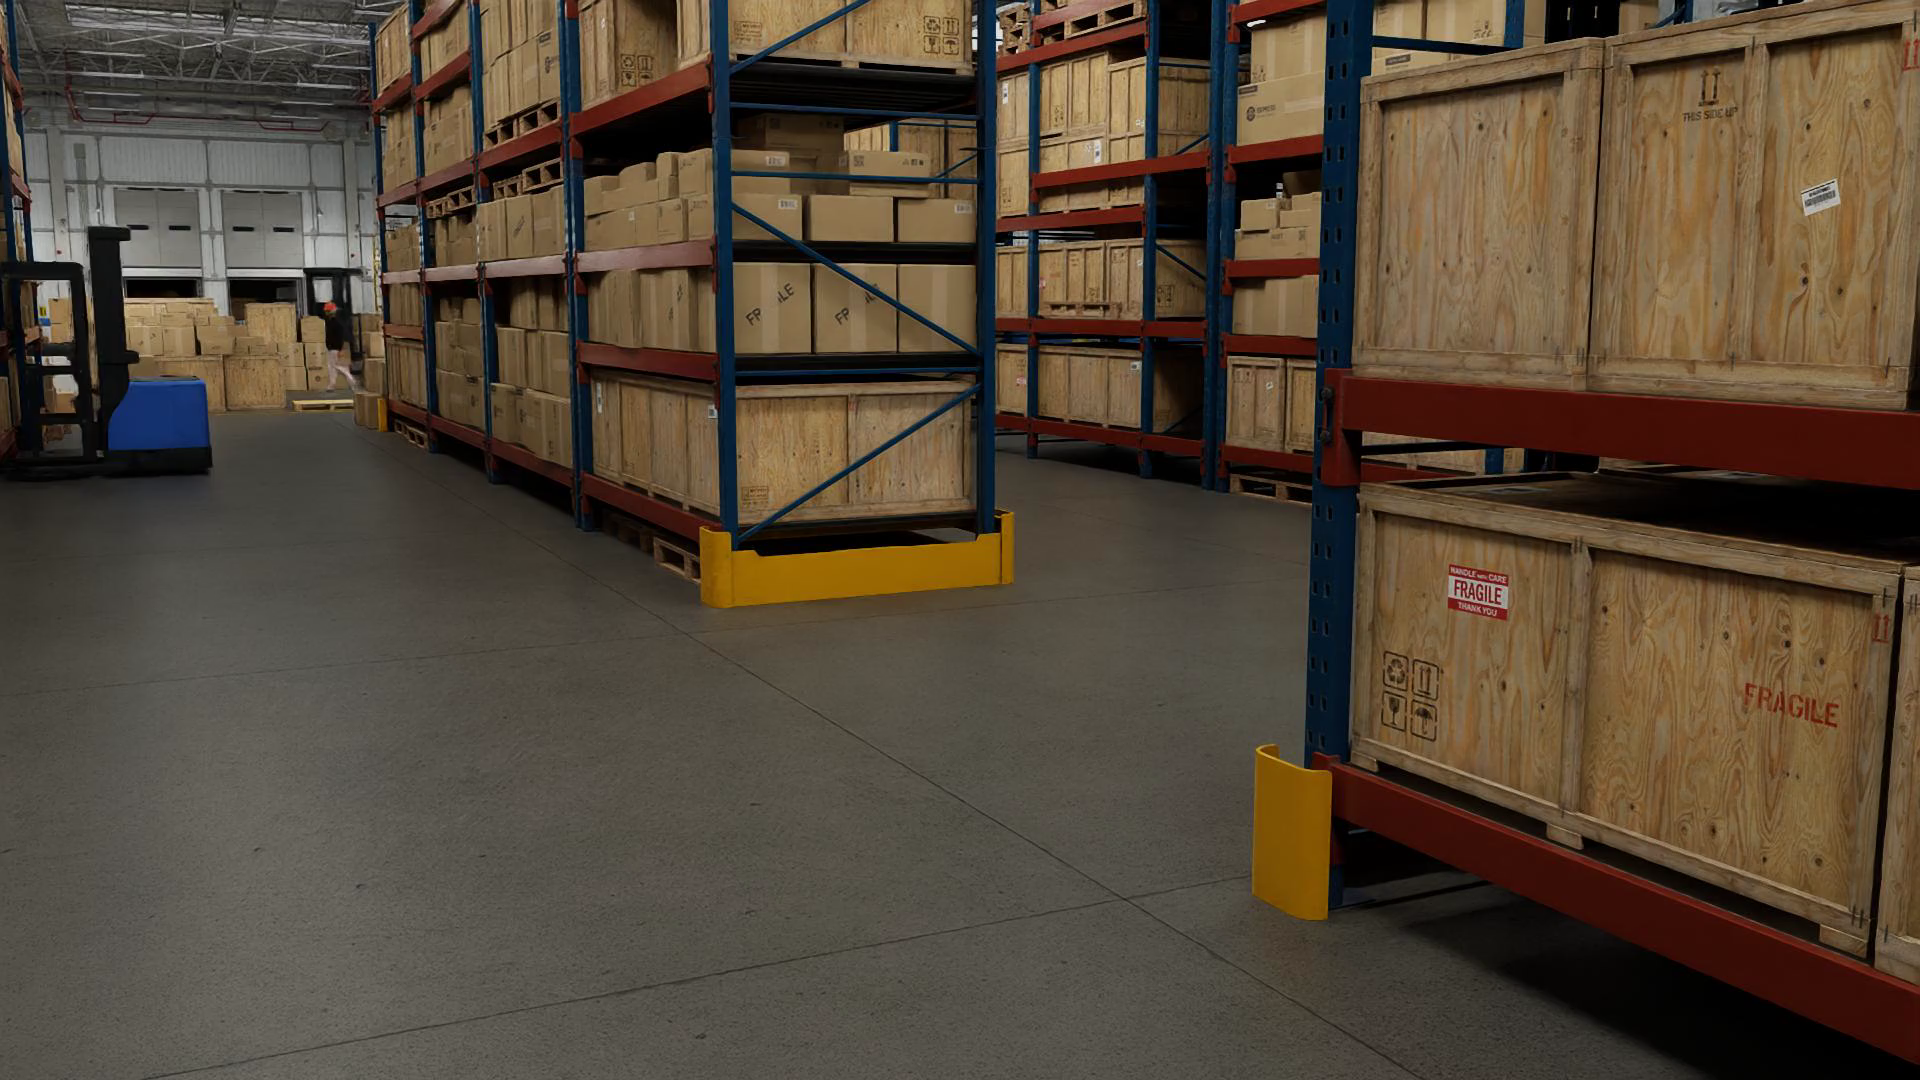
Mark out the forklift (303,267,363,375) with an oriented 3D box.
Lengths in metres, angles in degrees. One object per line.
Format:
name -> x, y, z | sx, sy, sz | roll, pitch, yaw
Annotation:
forklift -> -16.290, -5.598, 42.694 | 1.129, 2.768, 1.873 | 1, 8, 7

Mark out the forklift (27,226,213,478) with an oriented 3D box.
forklift -> -9.693, -2.171, 19.061 | 1.873, 2.768, 1.129 | -4, 9, -26

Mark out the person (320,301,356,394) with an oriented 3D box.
person -> -13.281, -4.094, 35.425 | 0.759, 1.975, 0.632 | -8, 11, -42

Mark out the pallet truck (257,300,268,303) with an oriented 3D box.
pallet truck -> -23.913, -7.404, 58.171 | 1.885, 1.965, 0.823 | -1, 8, -9
